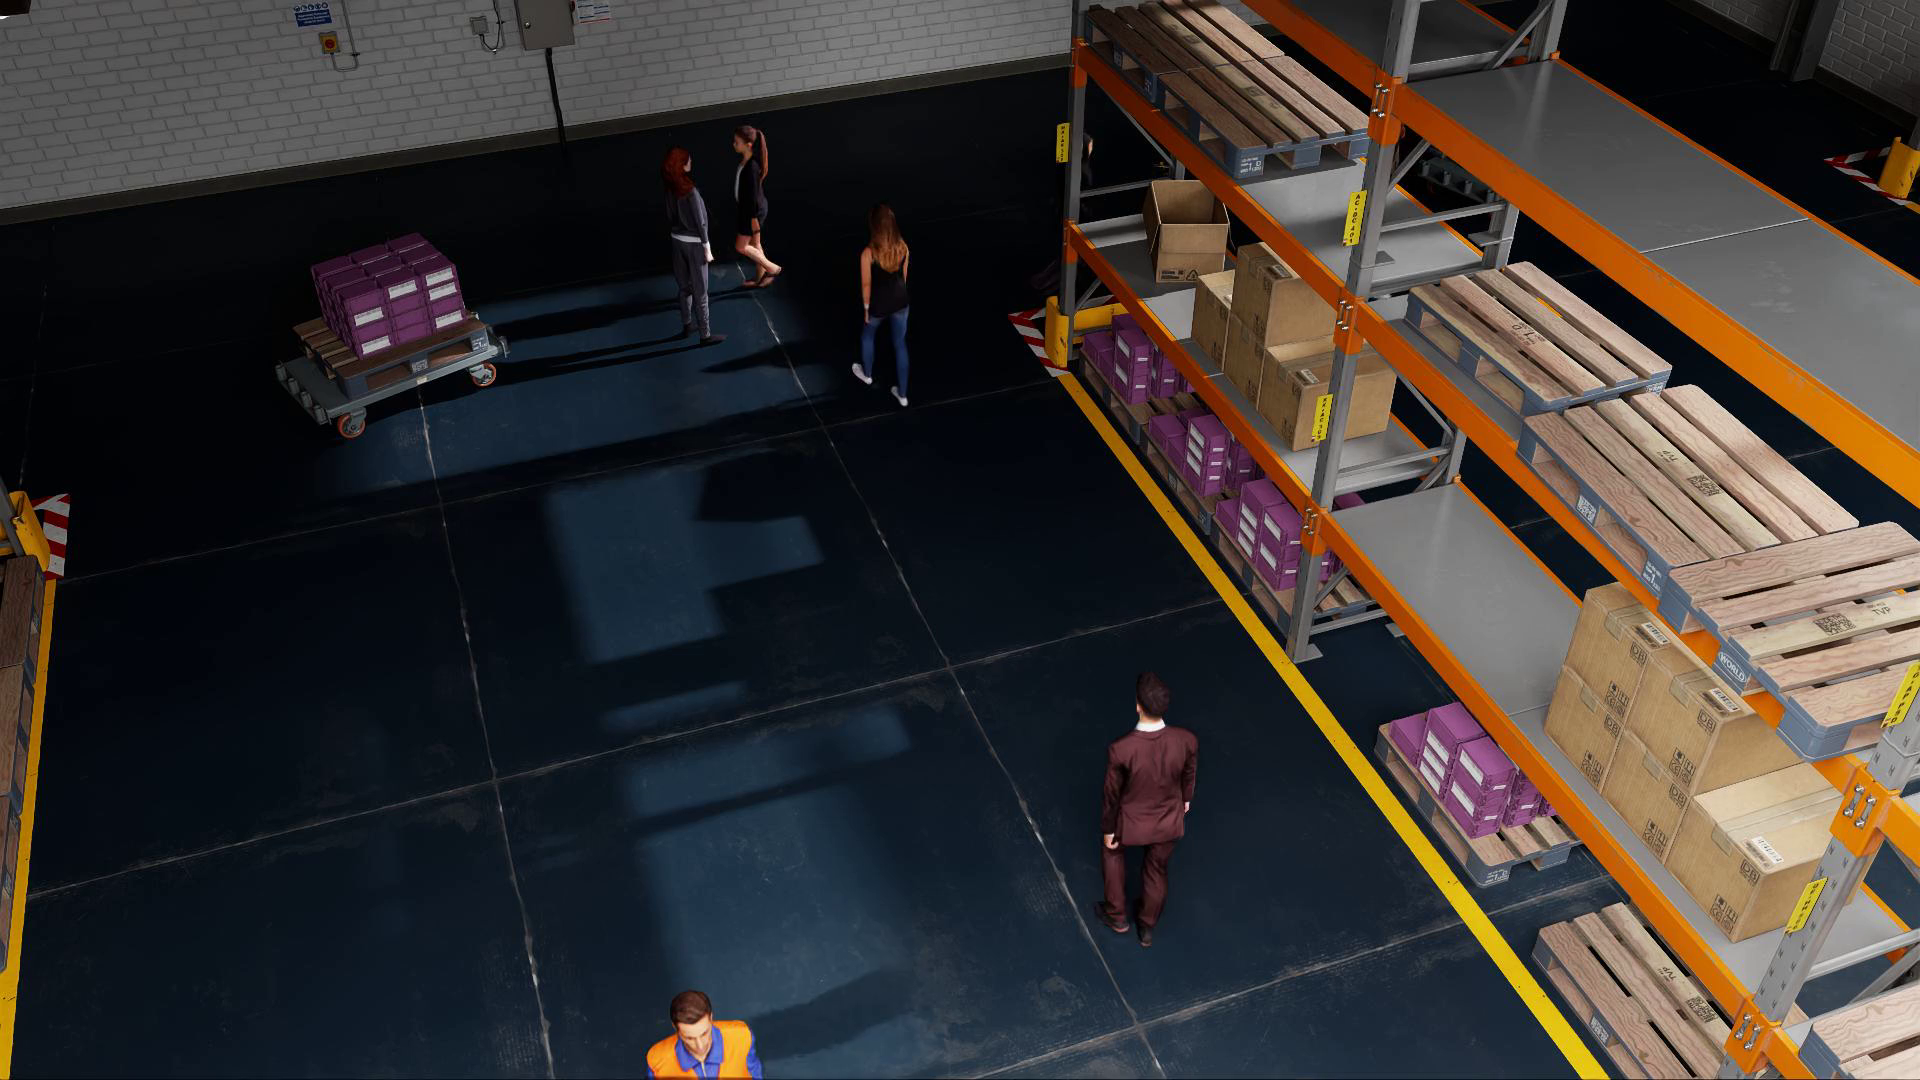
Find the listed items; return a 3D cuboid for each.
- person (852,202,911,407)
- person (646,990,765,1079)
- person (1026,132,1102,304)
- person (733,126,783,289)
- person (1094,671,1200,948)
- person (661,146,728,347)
[{"bbox_3d":[-0.549,-1.801,13.093,0.629,1.697,0.889,-17,42,-20],"label":"person"},{"bbox_3d":[-1.120,2.609,7.437,0.701,1.864,0.629,-17,42,-20],"label":"person"},{"bbox_3d":[0.917,-2.747,14.362,0.650,1.592,0.897,-14,41,-17],"label":"person"},{"bbox_3d":[-1.743,-2.899,14.591,0.689,1.544,0.620,-5,39,-7],"label":"person"},{"bbox_3d":[1.015,1.520,8.811,0.752,1.851,0.702,-4,39,-5],"label":"person"},{"bbox_3d":[-2.251,-2.445,13.833,0.594,1.780,0.712,30,47,32],"label":"person"}]
